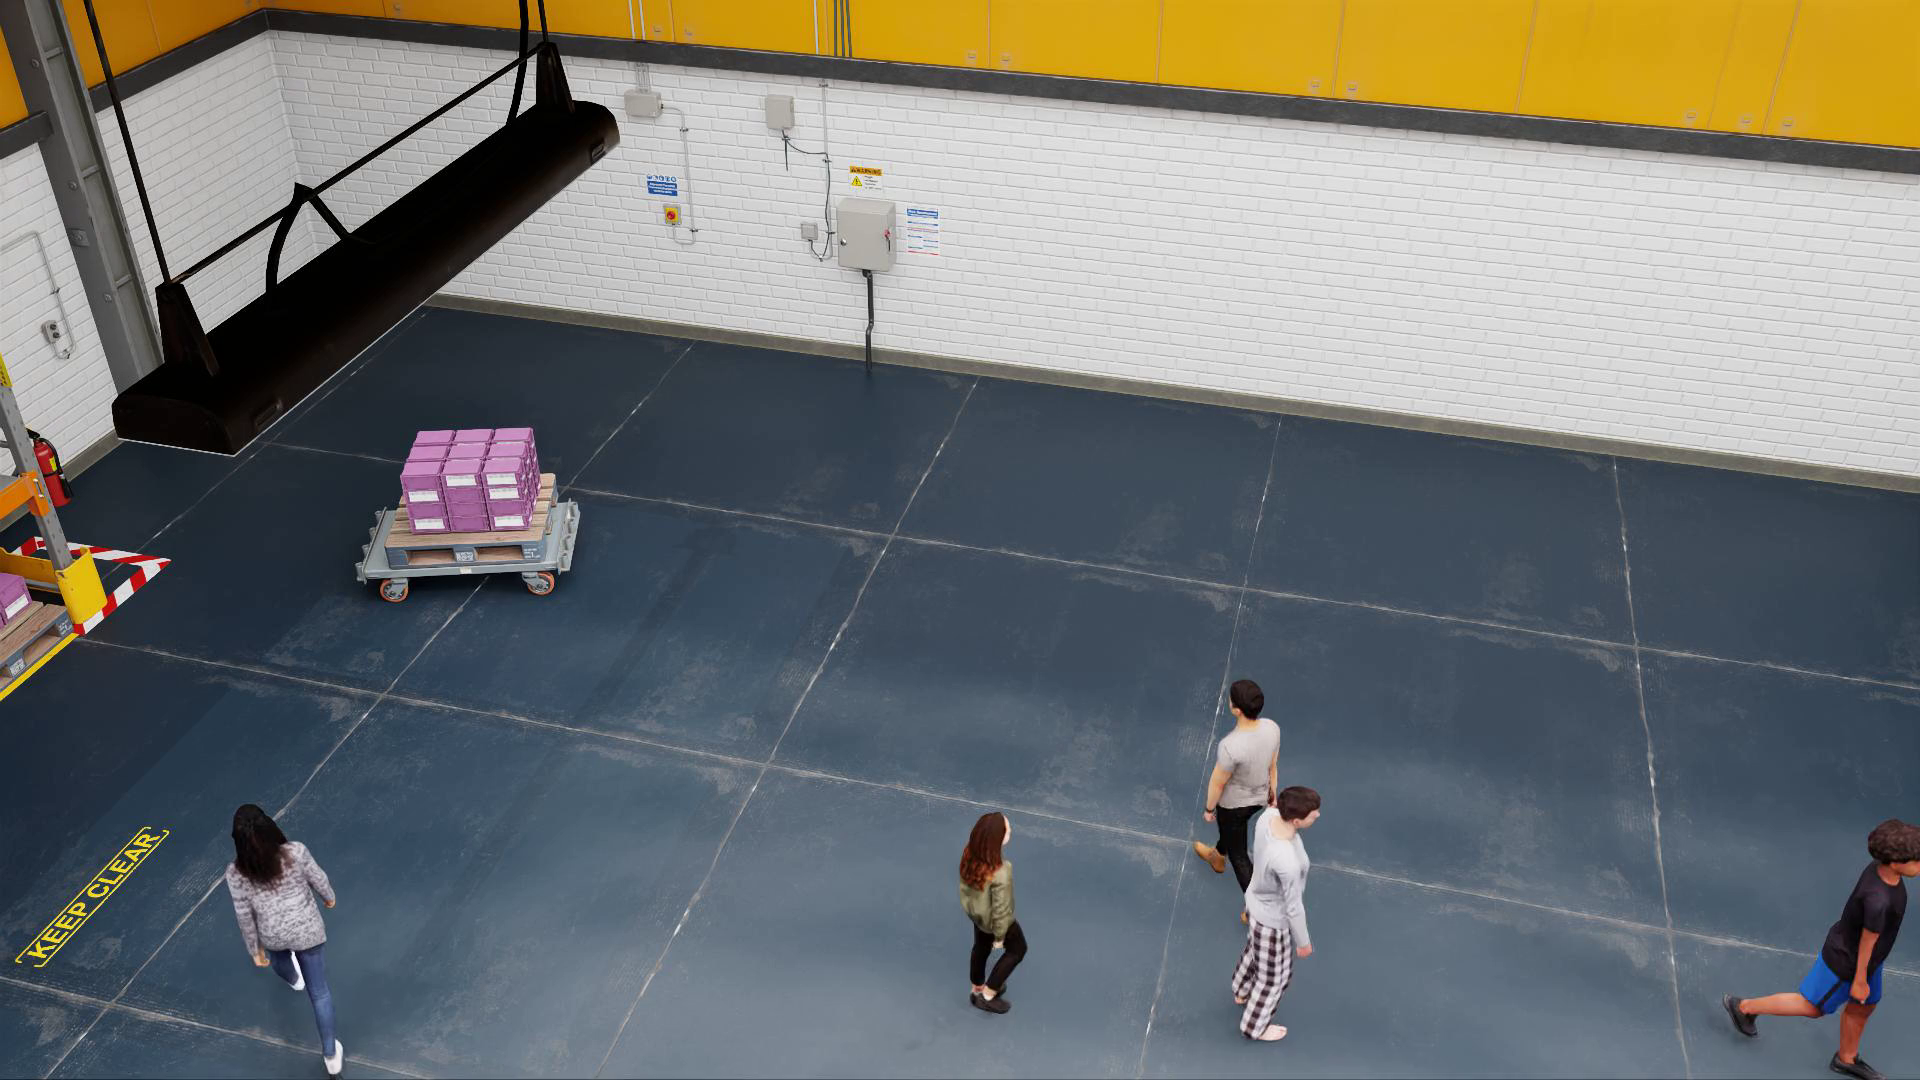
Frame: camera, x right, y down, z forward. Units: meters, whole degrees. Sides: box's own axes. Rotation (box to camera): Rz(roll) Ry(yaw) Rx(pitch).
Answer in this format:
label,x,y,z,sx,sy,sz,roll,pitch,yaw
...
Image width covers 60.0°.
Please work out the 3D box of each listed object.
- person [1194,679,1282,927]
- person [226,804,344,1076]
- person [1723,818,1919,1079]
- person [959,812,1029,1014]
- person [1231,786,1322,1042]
label,x,y,z,sx,sy,sz,roll,pitch,yaw
person,1.743,1.620,10.007,1.120,1.673,1.144,-20,38,-27
person,-3.654,2.210,9.114,1.085,1.678,1.249,-12,35,-17
person,4.747,2.215,9.024,0.947,1.770,1.147,23,40,30
person,0.112,2.136,9.415,0.738,1.468,0.680,-18,38,-25
person,1.702,2.057,9.198,0.791,1.840,0.622,-4,34,-6
